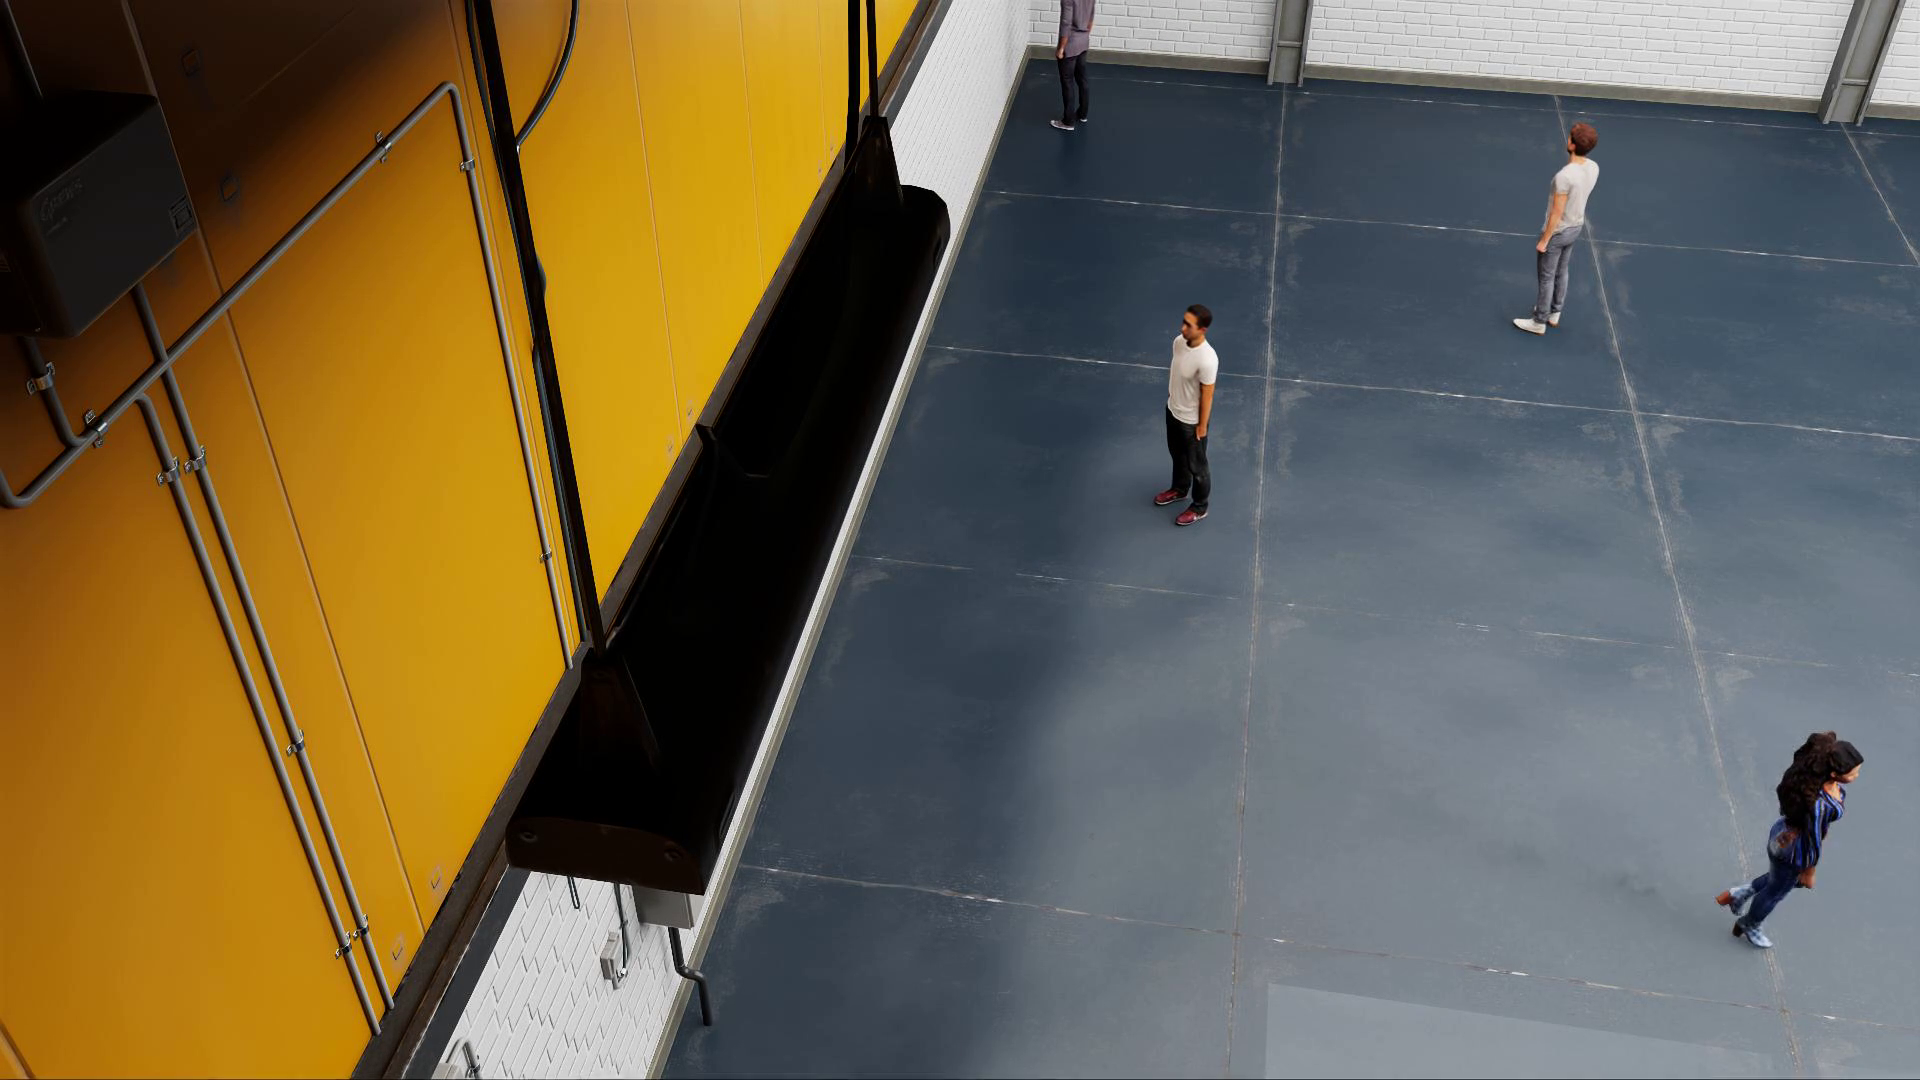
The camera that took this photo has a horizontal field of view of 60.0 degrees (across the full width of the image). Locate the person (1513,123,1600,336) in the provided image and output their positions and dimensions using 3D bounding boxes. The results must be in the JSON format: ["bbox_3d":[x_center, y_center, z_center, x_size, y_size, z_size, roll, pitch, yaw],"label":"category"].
[{"bbox_3d":[5.150,-2.654,14.241,0.737,1.895,0.772,-27,46,-30],"label":"person"}]

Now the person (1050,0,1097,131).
[{"bbox_3d":[1.211,-5.262,17.539,0.731,1.854,0.747,28,46,30],"label":"person"}]

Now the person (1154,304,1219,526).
[{"bbox_3d":[1.698,-0.940,12.171,0.734,1.800,0.706,-18,42,-21],"label":"person"}]

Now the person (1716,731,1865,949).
[{"bbox_3d":[4.475,1.646,9.084,0.743,1.611,0.719,20,43,23],"label":"person"}]
